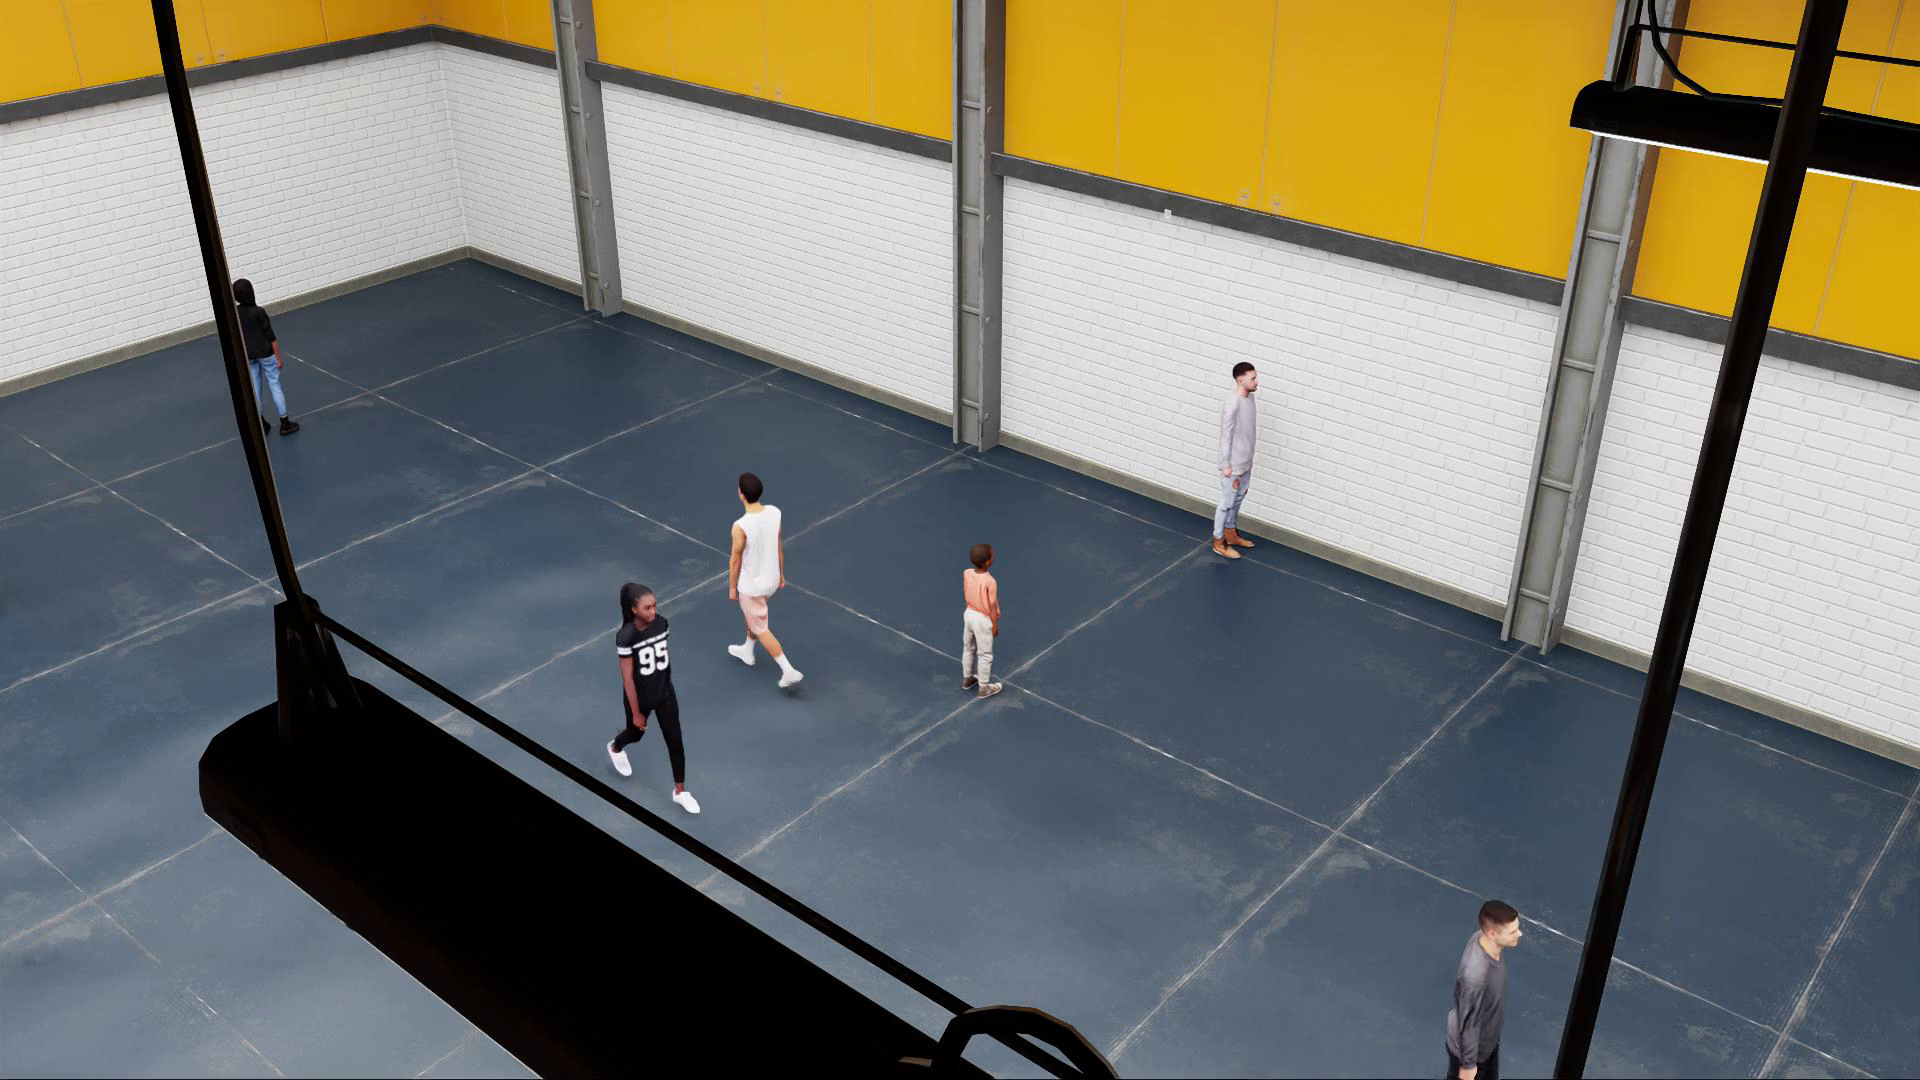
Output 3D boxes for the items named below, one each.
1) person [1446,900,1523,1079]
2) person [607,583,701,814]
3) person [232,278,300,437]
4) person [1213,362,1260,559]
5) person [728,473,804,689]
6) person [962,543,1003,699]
[{"bbox_3d":[2.628,2.617,8.805,1.020,1.743,0.753,14,32,24],"label":"person"},{"bbox_3d":[-2.251,1.079,11.675,0.675,1.694,1.178,-25,37,-38],"label":"person"},{"bbox_3d":[-7.197,-1.873,17.080,0.651,1.701,0.724,0,29,0],"label":"person"},{"bbox_3d":[2.463,-0.741,14.860,0.605,1.839,0.695,18,33,29],"label":"person"},{"bbox_3d":[-1.526,0.352,12.943,1.107,1.756,0.633,22,35,34],"label":"person"},{"bbox_3d":[0.150,0.615,12.928,0.551,1.308,0.427,-25,37,-37],"label":"person"}]
